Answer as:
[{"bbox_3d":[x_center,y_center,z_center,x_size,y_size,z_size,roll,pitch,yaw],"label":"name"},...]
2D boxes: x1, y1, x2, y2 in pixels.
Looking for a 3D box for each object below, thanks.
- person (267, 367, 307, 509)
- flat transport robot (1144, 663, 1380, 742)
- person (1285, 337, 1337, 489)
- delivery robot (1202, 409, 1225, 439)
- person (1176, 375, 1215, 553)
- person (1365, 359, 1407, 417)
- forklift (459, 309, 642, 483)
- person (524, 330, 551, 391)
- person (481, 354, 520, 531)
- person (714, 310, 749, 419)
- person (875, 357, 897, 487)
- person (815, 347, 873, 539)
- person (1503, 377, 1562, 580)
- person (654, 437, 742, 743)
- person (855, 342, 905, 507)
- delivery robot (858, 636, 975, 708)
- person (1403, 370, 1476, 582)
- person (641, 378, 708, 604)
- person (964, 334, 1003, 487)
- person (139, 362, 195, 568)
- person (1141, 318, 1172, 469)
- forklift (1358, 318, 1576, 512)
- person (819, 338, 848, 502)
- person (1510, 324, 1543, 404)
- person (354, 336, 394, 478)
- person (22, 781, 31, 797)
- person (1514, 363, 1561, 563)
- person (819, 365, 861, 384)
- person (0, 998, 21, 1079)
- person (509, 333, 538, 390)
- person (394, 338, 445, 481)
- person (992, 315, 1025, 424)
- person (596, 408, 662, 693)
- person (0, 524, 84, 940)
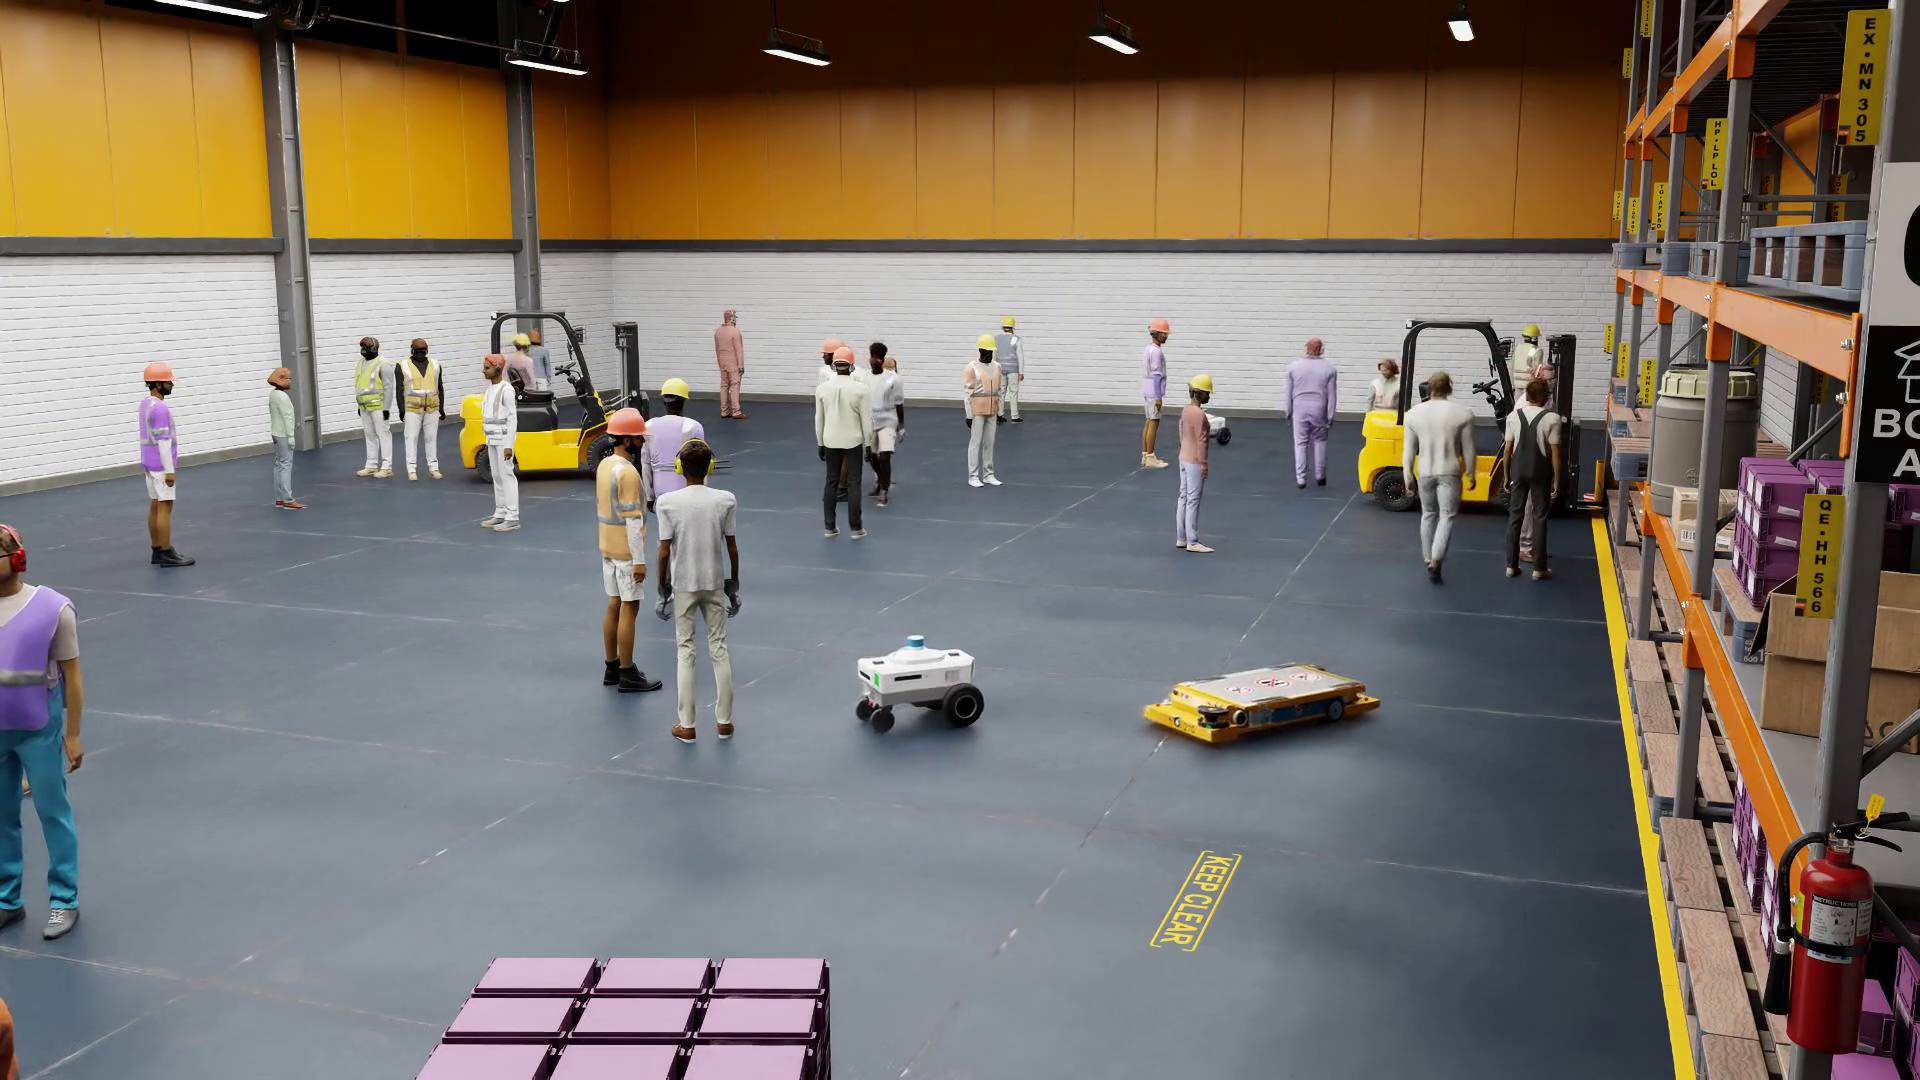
[{"bbox_3d":[-7.794,-1.175,19.184,0.289,1.633,0.497,-8,13,-40],"label":"person"},{"bbox_3d":[1.947,1.020,10.654,1.431,0.197,0.652,-6,12,-32],"label":"flat transport robot"},{"bbox_3d":[4.417,-1.602,20.940,0.646,1.872,0.843,3,10,15],"label":"person"},{"bbox_3d":[3.677,-1.738,25.129,0.707,0.478,0.477,-9,13,-40],"label":"delivery robot"},{"bbox_3d":[2.344,-0.759,16.494,0.333,1.759,0.523,-2,10,-12],"label":"person"},{"bbox_3d":[5.305,-1.441,20.723,0.533,1.621,0.468,8,13,39],"label":"person"},{"bbox_3d":[-5.354,-1.902,21.697,2.313,2.155,1.214,-2,10,-13],"label":"forklift"},{"bbox_3d":[-6.996,-2.638,27.422,0.507,1.633,0.278,-2,10,-13],"label":"person"},{"bbox_3d":[-4.910,-1.039,17.720,0.344,1.879,0.584,-8,13,-38],"label":"person"},{"bbox_3d":[-3.985,-3.064,29.052,0.643,1.909,0.410,9,13,41],"label":"person"},{"bbox_3d":[-0.929,-1.483,20.919,0.285,1.631,0.502,1,10,5],"label":"person"},{"bbox_3d":[-1.193,-1.005,17.255,0.619,1.988,0.406,3,11,17],"label":"person"},{"bbox_3d":[5.200,-0.560,15.131,0.514,1.842,0.324,8,13,37],"label":"person"},{"bbox_3d":[-1.606,0.307,10.177,0.538,1.869,0.313,-4,11,-20],"label":"person"},{"bbox_3d":[-0.893,-1.376,19.518,0.635,1.932,0.751,5,11,26],"label":"person"},{"bbox_3d":[-0.279,0.851,10.545,0.707,0.478,0.477,-5,11,-24],"label":"delivery robot"},{"bbox_3d":[4.346,-0.594,15.148,0.640,1.911,0.922,6,12,31],"label":"person"},{"bbox_3d":[-2.387,-0.402,14.027,0.585,1.919,0.380,3,10,14],"label":"person"},{"bbox_3d":[0.311,-1.620,20.893,0.583,1.920,0.388,-9,13,-41],"label":"person"},{"bbox_3d":[-7.531,-0.714,15.726,0.375,1.939,0.546,-8,13,-38],"label":"person"},{"bbox_3d":[2.683,-1.993,22.654,0.390,2.036,0.614,-1,10,-4],"label":"person"},{"bbox_3d":[5.787,-1.437,19.079,2.313,2.155,1.214,3,11,19],"label":"forklift"},{"bbox_3d":[-1.474,-1.413,19.665,0.366,1.939,0.542,1,10,4],"label":"person"},{"bbox_3d":[8.632,-2.359,25.287,0.404,1.833,0.591,-5,11,-28],"label":"person"},{"bbox_3d":[-7.679,-1.737,21.762,0.619,1.845,0.430,7,12,33],"label":"person"},{"bbox_3d":[-5.391,0.466,9.101,0.627,1.935,0.371,9,14,42],"label":"person"},{"bbox_3d":[5.547,-0.740,15.967,0.403,1.906,0.651,8,13,40],"label":"person"},{"bbox_3d":[-1.464,-1.508,20.401,0.596,1.860,0.449,3,10,15],"label":"person"},{"bbox_3d":[-2.303,1.553,3.640,0.316,1.695,0.540,6,12,29],"label":"person"},{"bbox_3d":[-6.480,-2.156,24.406,0.714,1.743,0.526,-10,14,-43],"label":"person"},{"bbox_3d":[-6.959,-1.687,21.501,0.622,1.838,0.429,-7,12,-35],"label":"person"},{"bbox_3d":[0.837,-2.893,28.281,0.600,1.836,0.404,6,12,30],"label":"person"},{"bbox_3d":[-2.260,0.066,11.342,0.374,1.935,0.552,-6,12,-32],"label":"person"},{"bbox_3d":[-4.117,0.830,7.291,0.564,1.847,0.395,0,10,2],"label":"person"}]
